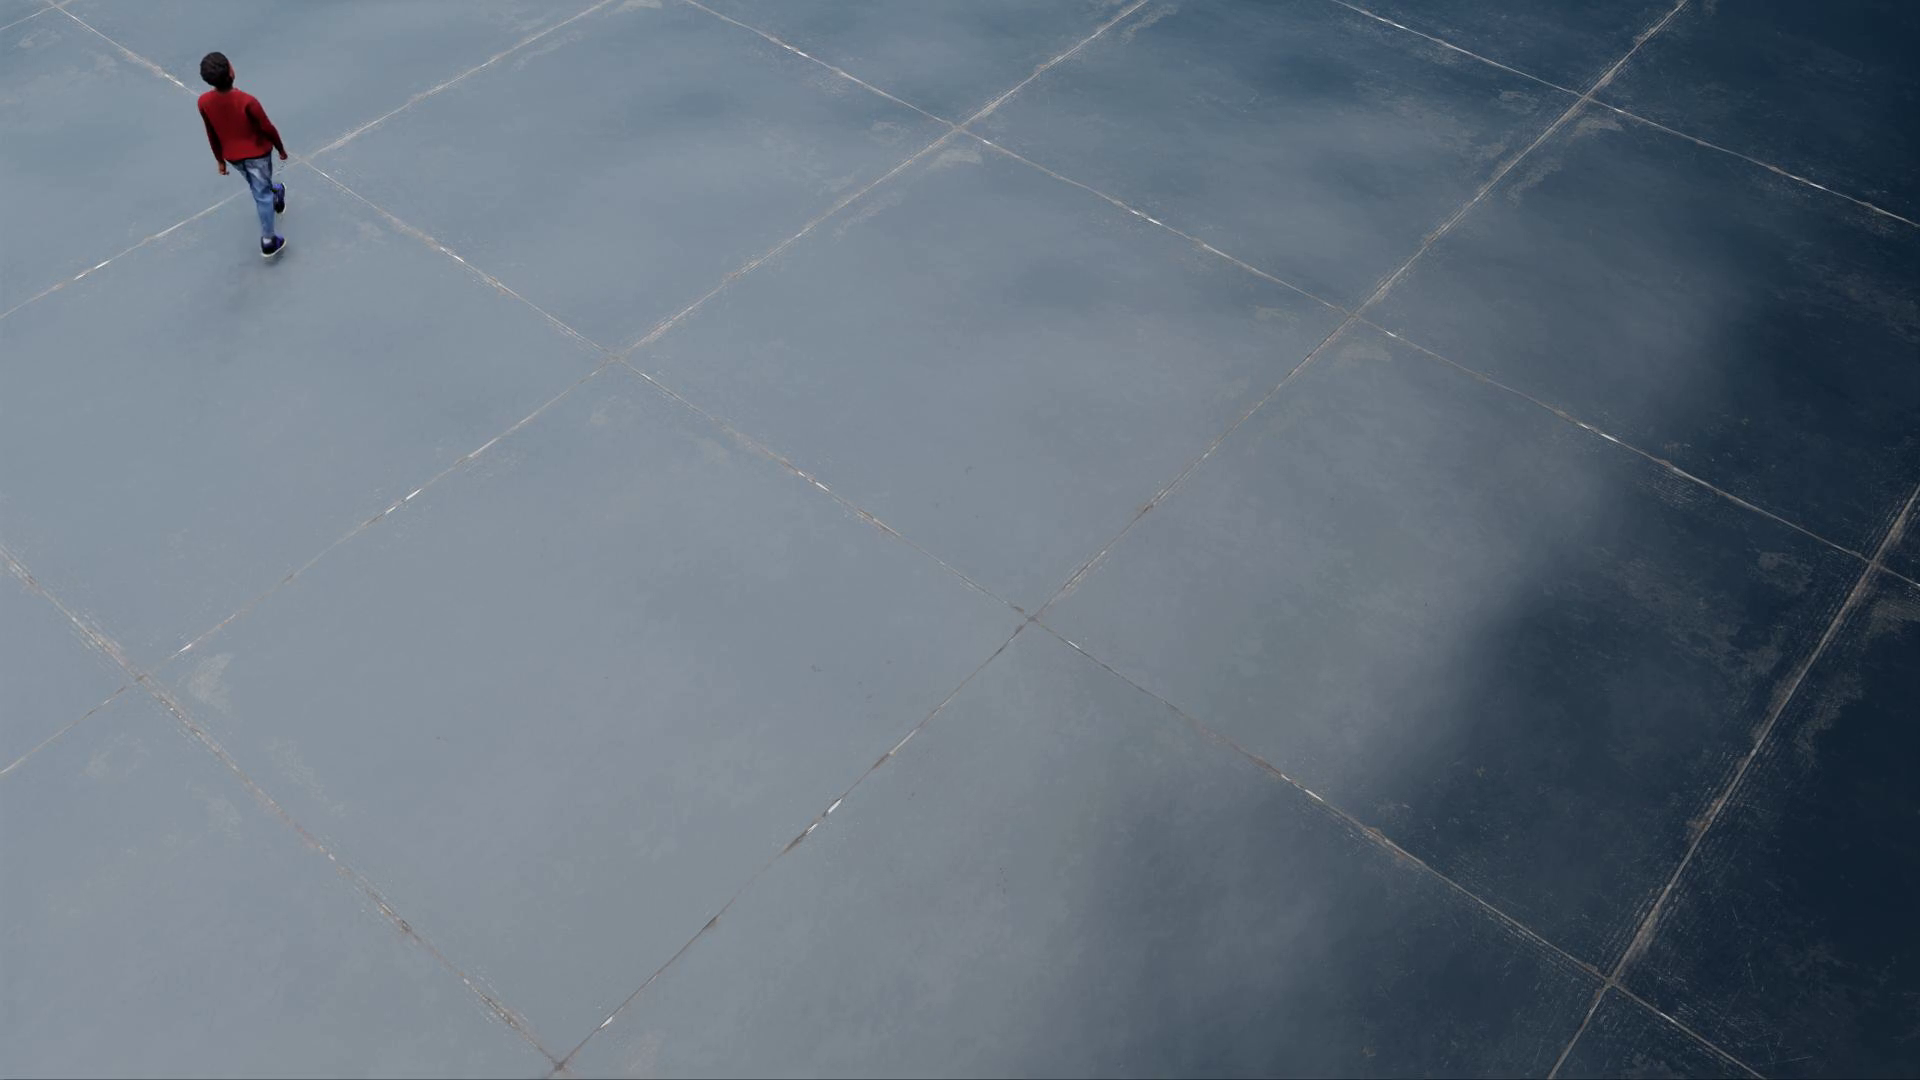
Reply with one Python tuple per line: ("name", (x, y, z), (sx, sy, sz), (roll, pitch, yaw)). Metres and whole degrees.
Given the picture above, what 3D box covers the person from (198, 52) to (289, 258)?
("person", (-4.153, -2.212, 9.656), (0.830, 1.228, 0.929), (1, 47, 1))
